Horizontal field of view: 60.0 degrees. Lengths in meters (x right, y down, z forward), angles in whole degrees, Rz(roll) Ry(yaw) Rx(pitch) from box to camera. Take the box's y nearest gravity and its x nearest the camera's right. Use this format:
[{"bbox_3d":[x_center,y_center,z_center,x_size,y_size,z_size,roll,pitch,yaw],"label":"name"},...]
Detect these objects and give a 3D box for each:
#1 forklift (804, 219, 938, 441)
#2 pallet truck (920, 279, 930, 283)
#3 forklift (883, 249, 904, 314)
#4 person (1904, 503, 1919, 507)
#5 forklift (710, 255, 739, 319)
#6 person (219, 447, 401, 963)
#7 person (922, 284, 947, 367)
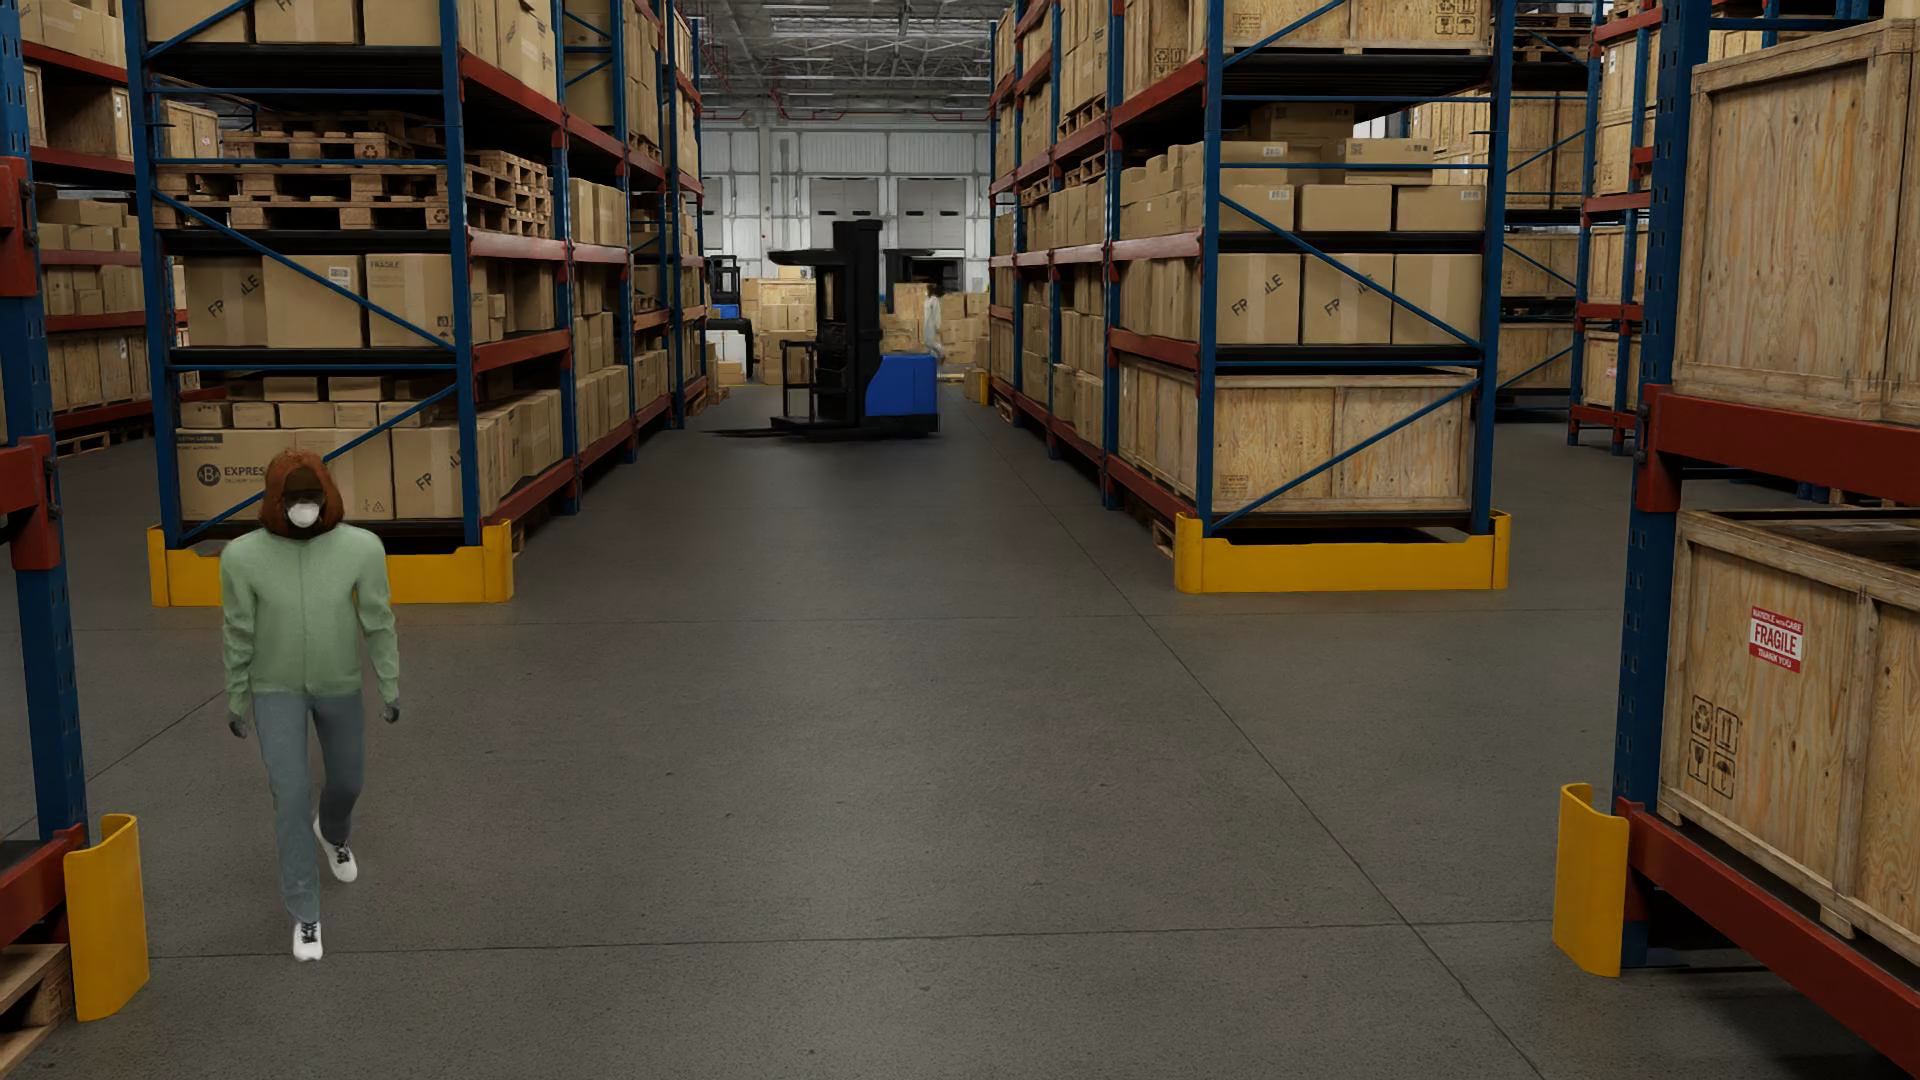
[{"bbox_3d":[-1.322,-2.752,21.611,1.873,2.768,1.129,-4,10,-25],"label":"forklift"},{"bbox_3d":[-0.932,-8.922,63.114,1.885,1.965,0.823,2,9,13],"label":"pallet truck"},{"bbox_3d":[-1.786,-6.475,44.989,1.873,2.768,1.129,2,9,11],"label":"forklift"},{"bbox_3d":[4.089,0.108,6.846,1.014,1.852,0.670,-4,10,-21],"label":"person"},{"bbox_3d":[-8.368,-8.713,59.038,1.129,2.768,1.873,-1,9,-4],"label":"forklift"},{"bbox_3d":[-2.104,0.470,5.393,0.518,1.598,0.747,-5,10,-26],"label":"person"},{"bbox_3d":[-0.643,-4.845,37.746,0.499,1.923,0.633,-3,10,-19],"label":"person"}]
